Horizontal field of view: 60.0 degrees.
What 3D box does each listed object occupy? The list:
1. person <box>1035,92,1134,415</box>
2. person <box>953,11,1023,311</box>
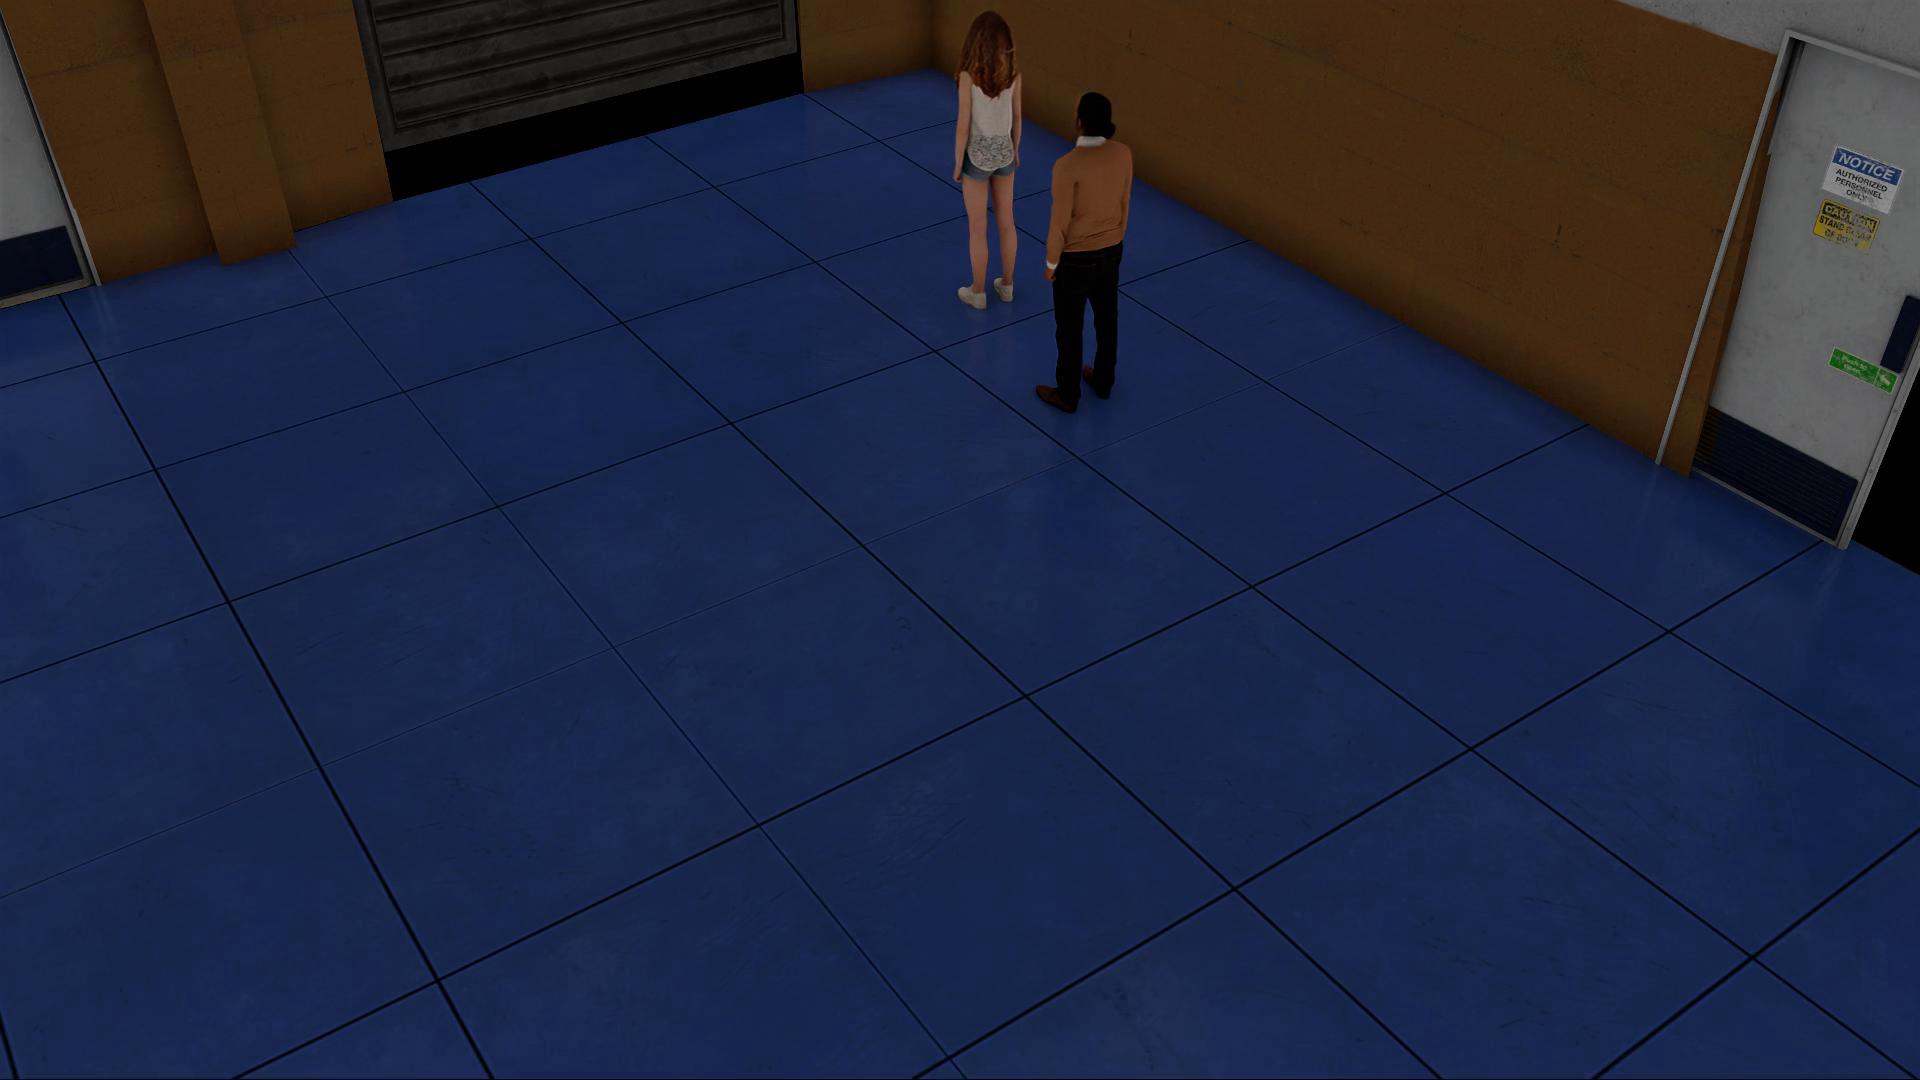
[{"bbox_3d":[0.663,-1.487,8.667,0.508,1.755,0.703,-22,42,-27],"label":"person"},{"bbox_3d":[0.175,-2.160,9.559,0.502,1.759,0.657,-16,40,-20],"label":"person"}]
